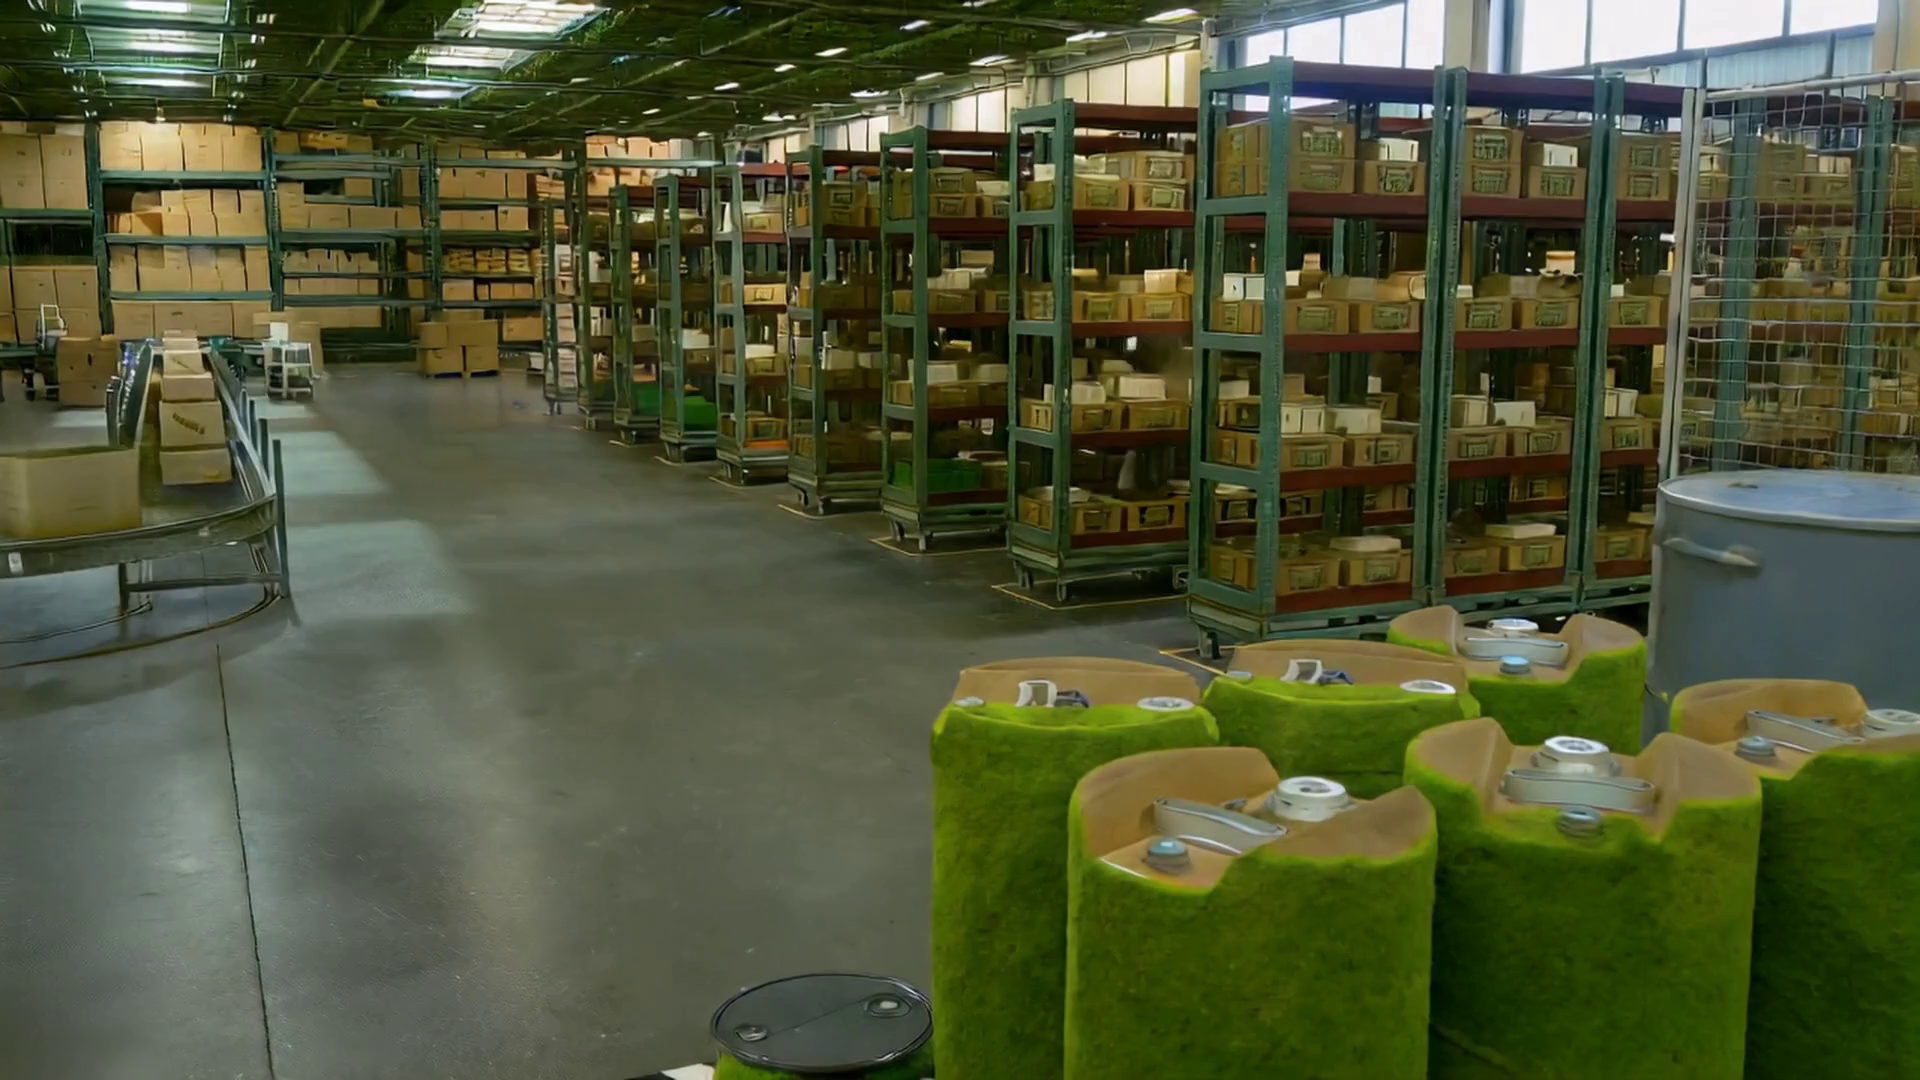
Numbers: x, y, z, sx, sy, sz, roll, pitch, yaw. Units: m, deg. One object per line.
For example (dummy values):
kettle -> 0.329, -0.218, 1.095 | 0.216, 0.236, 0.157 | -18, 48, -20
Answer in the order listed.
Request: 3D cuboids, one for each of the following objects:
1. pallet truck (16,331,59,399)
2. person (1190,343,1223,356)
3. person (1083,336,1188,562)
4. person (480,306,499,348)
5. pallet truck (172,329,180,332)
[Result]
pallet truck -> -17.082, -3.353, 31.781 | 1.630, 1.274, 0.653 | -4, 10, -25
person -> 3.446, -2.240, 23.224 | 0.597, 1.831, 0.403 | 6, 11, 31
person -> 1.462, -0.735, 13.551 | 1.026, 1.938, 0.633 | -5, 10, -27
person -> -14.225, -6.682, 50.297 | 0.619, 1.992, 0.396 | -4, 10, -25
pallet truck -> -17.275, -3.851, 35.096 | 1.601, 1.201, 0.680 | 0, 9, 1
